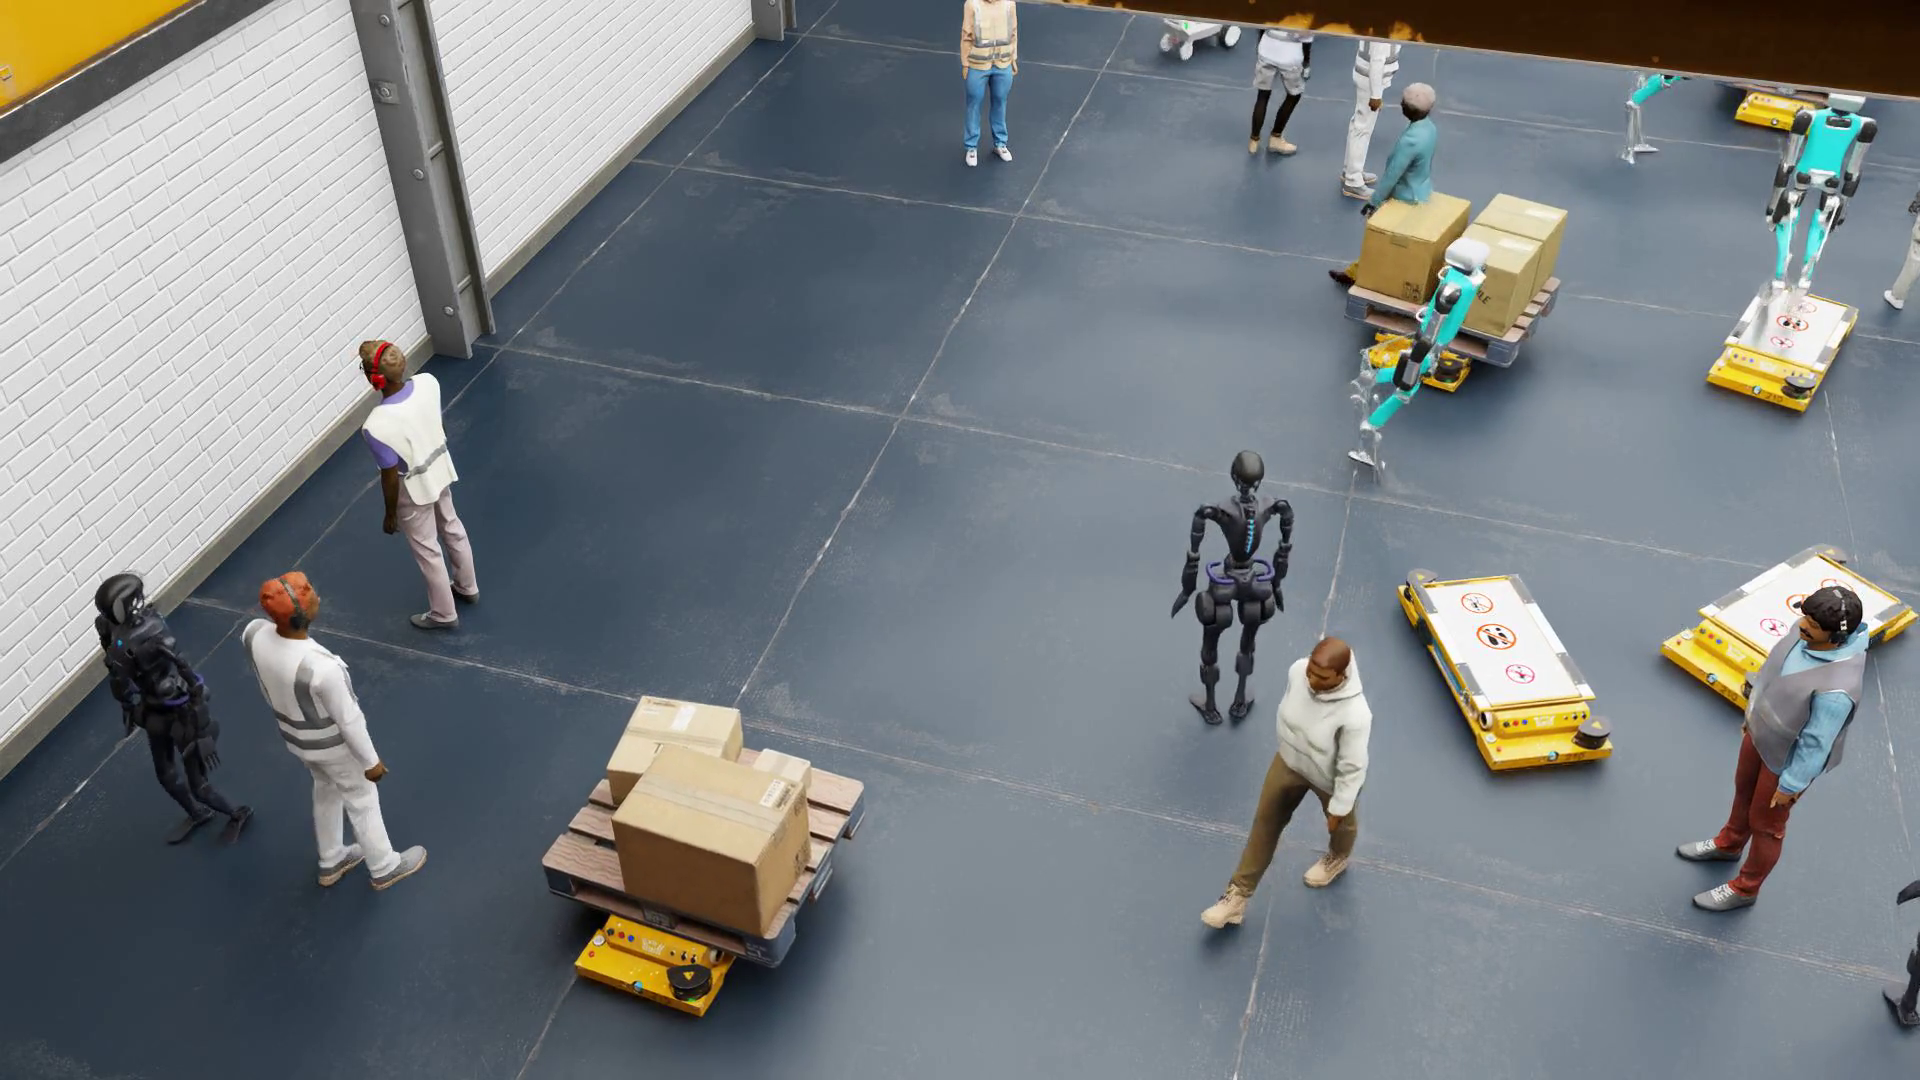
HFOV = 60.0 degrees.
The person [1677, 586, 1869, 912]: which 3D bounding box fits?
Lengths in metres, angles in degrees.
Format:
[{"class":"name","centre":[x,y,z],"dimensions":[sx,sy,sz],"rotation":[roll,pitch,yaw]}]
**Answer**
[{"class":"person","centre":[3.745,0.945,7.552],"dimensions":[0.415,1.873,0.535],"rotation":[2,39,2]}]

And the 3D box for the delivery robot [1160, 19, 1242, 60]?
[{"class":"delivery robot","centre":[2.314,-4.979,15.979],"dimensions":[0.794,0.606,0.499],"rotation":[-27,46,-29]}]

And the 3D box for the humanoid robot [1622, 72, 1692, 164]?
[{"class":"humanoid robot","centre":[5.847,-3.975,13.802],"dimensions":[0.552,1.805,0.764],"rotation":[-31,48,-32]}]

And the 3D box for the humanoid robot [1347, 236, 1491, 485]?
[{"class":"humanoid robot","centre":[2.681,-1.080,10.242],"dimensions":[0.820,1.841,0.536],"rotation":[23,44,26]}]

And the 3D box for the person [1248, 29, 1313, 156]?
[{"class":"person","centre":[2.664,-4.002,13.866],"dimensions":[0.577,1.663,0.384],"rotation":[30,48,32]}]

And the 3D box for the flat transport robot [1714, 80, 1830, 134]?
[{"class":"flat transport robot","centre":[7.524,-4.081,15.080],"dimensions":[0.659,0.231,1.431],"rotation":[20,43,23]}]

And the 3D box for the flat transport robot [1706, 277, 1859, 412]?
[{"class":"flat transport robot","centre":[5.834,-1.401,11.747],"dimensions":[0.659,0.231,1.431],"rotation":[24,45,27]}]

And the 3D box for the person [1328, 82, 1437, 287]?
[{"class":"person","centre":[3.158,-2.432,11.879],"dimensions":[0.880,1.706,0.551],"rotation":[18,42,22]}]

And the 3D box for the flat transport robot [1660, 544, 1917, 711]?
[{"class":"flat transport robot","centre":[4.702,0.492,9.392],"dimensions":[1.431,0.231,0.659],"rotation":[-23,44,-26]}]

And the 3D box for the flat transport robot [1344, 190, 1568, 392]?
[{"class":"flat transport robot","centre":[3.497,-1.545,11.926],"dimensions":[0.659,0.231,1.431],"rotation":[23,44,26]}]

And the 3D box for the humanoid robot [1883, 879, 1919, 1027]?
[{"class":"humanoid robot","centre":[4.336,1.509,7.008],"dimensions":[0.598,1.650,0.323],"rotation":[9,40,11]}]

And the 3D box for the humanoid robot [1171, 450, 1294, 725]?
[{"class":"humanoid robot","centre":[1.401,0.259,8.562],"dimensions":[0.603,1.645,0.324],"rotation":[-5,39,-6]}]

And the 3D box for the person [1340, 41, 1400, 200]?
[{"class":"person","centre":[3.309,-3.663,13.271],"dimensions":[0.356,1.887,0.572],"rotation":[6,39,8]}]

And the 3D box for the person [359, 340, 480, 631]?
[{"class":"person","centre":[-2.954,-0.286,9.098],"dimensions":[0.391,1.850,0.562],"rotation":[13,40,15]}]

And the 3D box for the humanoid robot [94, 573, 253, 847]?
[{"class":"humanoid robot","centre":[-3.742,0.847,7.834],"dimensions":[0.590,1.664,0.407],"rotation":[16,41,18]}]

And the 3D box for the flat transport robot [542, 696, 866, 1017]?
[{"class":"flat transport robot","centre":[-1.202,1.593,8.023],"dimensions":[0.659,0.231,1.431],"rotation":[14,41,17]}]

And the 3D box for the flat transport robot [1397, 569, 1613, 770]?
[{"class":"flat transport robot","centre":[2.979,0.667,9.174],"dimensions":[0.659,0.231,1.431],"rotation":[-5,39,-7]}]

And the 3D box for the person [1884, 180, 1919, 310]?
[{"class":"person","centre":[7.078,-2.391,11.891],"dimensions":[0.518,1.630,0.315],"rotation":[6,39,7]}]

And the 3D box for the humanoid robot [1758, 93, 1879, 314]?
[{"class":"humanoid robot","centre":[5.902,-2.179,11.563],"dimensions":[0.547,1.788,0.792],"rotation":[10,40,12]}]

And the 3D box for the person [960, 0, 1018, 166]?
[{"class":"person","centre":[0.233,-3.972,13.780],"dimensions":[0.488,1.730,0.366],"rotation":[-11,40,-13]}]

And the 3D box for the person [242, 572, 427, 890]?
[{"class":"person","centre":[-2.888,0.902,7.601],"dimensions":[0.592,1.885,0.411],"rotation":[22,44,25]}]

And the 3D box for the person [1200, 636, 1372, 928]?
[{"class":"person","centre":[1.548,1.088,7.487],"dimensions":[0.952,1.706,0.541],"rotation":[-28,47,-30]}]
